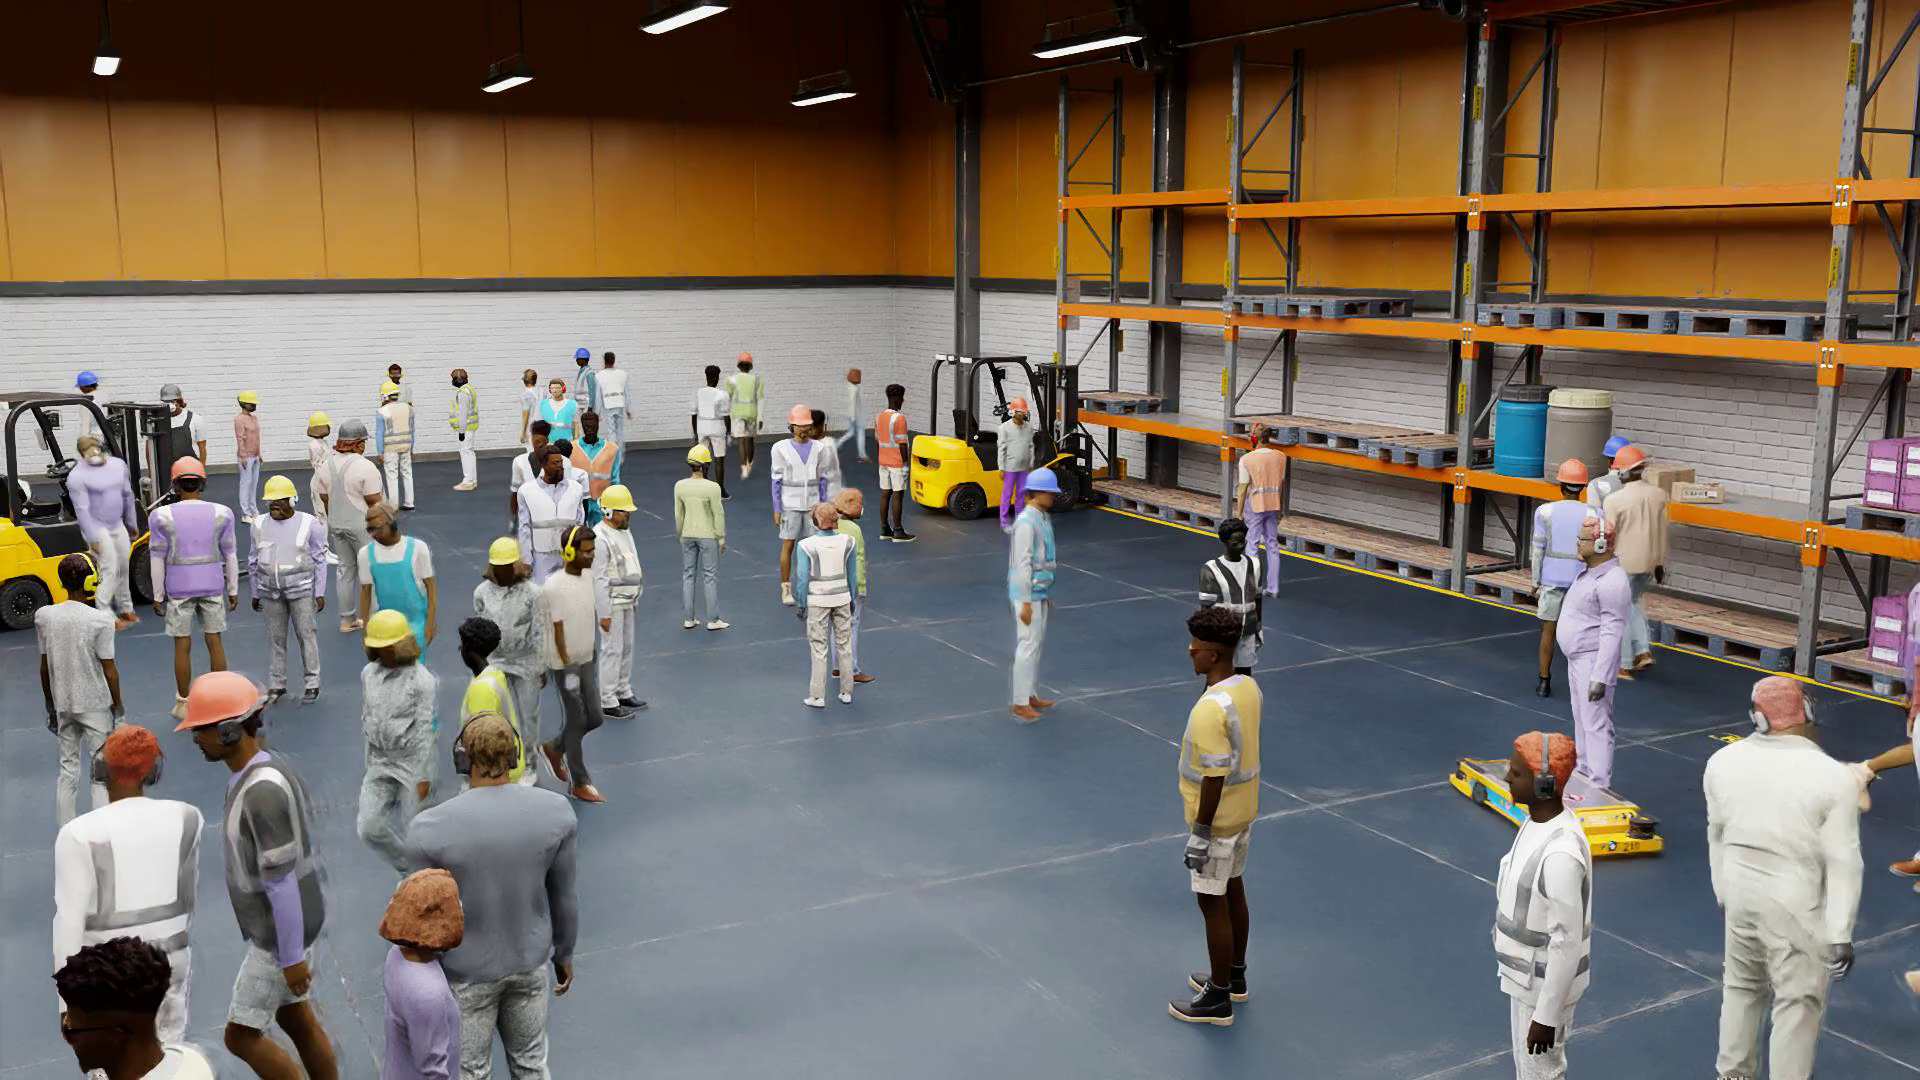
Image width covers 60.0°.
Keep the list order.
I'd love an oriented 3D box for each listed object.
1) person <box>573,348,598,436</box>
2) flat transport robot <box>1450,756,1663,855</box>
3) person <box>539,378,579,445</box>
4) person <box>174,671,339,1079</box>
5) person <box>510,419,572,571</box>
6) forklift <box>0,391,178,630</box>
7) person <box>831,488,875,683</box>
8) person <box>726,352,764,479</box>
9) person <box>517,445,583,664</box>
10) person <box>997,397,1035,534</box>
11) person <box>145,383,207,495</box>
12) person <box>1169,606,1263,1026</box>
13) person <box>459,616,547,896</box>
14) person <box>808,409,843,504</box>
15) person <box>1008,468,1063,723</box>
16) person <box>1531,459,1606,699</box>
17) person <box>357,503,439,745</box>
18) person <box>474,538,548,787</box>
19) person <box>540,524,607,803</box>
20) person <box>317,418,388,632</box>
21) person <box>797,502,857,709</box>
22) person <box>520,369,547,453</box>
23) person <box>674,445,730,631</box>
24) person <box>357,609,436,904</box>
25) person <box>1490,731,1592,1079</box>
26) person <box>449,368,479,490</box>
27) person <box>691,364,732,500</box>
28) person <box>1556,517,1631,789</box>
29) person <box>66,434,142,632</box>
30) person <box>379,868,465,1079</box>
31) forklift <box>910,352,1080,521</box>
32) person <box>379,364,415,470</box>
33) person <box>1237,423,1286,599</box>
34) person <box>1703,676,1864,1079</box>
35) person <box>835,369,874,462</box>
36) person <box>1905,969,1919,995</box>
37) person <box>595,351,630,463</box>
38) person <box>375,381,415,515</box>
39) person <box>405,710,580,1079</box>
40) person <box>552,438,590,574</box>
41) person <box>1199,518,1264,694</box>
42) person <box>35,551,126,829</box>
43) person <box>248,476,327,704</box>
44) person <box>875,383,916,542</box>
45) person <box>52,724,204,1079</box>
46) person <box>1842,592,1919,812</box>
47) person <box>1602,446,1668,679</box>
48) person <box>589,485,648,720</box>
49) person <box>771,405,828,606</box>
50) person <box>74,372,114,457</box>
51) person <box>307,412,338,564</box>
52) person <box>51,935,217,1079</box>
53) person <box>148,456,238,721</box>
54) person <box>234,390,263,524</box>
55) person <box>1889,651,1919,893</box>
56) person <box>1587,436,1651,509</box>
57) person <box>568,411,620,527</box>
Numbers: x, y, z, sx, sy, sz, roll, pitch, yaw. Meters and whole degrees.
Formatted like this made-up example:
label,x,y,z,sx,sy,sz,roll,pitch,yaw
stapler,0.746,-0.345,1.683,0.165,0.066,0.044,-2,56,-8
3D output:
label,x,y,z,sx,sy,sz,roll,pitch,yaw
person,-6.396,-2.309,28.421,0.389,1.949,0.604,-6,12,-32
flat transport robot,3.722,1.645,10.485,0.652,0.197,1.431,-2,10,-10
person,-5.539,-1.319,23.026,0.565,1.843,0.390,0,10,1
person,-2.660,1.483,6.411,0.567,2.005,0.626,-4,11,-22
person,-4.120,-0.221,16.400,0.646,1.954,0.383,2,10,10
forklift,-9.026,-0.363,16.508,1.214,2.155,2.313,6,11,29
person,-0.920,0.375,13.871,0.278,1.633,0.498,-6,11,-30
person,-3.423,-1.983,26.461,0.615,1.992,1.069,-3,10,-15
person,-3.551,0.121,14.512,0.591,1.921,0.392,-7,12,-34
person,0.723,-0.950,21.182,0.564,1.744,0.357,-7,12,-36
person,-9.279,-0.837,19.684,0.673,2.000,0.535,-3,10,-14
person,1.198,1.272,7.755,0.361,1.962,0.618,5,11,27
person,-2.402,1.244,8.777,0.495,1.675,0.679,-4,10,-20
person,-1.499,-0.449,17.789,0.592,1.920,0.641,-1,10,-5
person,0.554,0.425,12.806,0.400,1.931,0.727,3,10,16
person,4.866,0.316,13.332,0.552,1.938,0.356,4,11,24
person,-4.038,0.627,11.948,0.540,1.805,0.614,1,10,4
person,-2.959,0.826,11.011,0.498,1.727,0.430,0,10,-2
person,-2.552,0.799,10.846,0.546,1.846,0.501,5,11,28
person,-5.627,-0.133,15.629,0.679,2.000,0.537,5,11,24
person,-1.040,0.511,13.083,0.511,1.637,0.307,-5,11,-28
person,-6.356,-1.627,24.792,0.348,1.847,0.505,6,11,29
person,-2.452,-0.019,15.764,0.524,1.769,0.308,4,11,22
person,-2.987,1.206,8.814,0.492,1.722,0.364,4,11,21
person,2.103,1.608,6.052,0.338,1.882,0.583,2,10,11
person,-7.481,-1.670,25.093,0.429,1.833,0.630,-2,10,-10
person,-3.571,-1.550,24.005,0.612,1.962,0.367,3,10,19
person,4.019,0.800,10.642,0.406,1.910,0.639,1,10,8
person,-8.060,-0.077,15.742,0.487,1.890,0.665,3,10,14
person,-1.725,1.855,5.392,0.294,1.628,0.507,-5,11,-27
forklift,0.460,-1.461,22.833,2.313,2.155,1.214,-5,11,-28
person,-8.714,-1.799,25.754,0.509,1.860,0.334,-2,10,-14
person,3.099,-0.283,17.092,0.566,1.835,0.382,-4,11,-23
person,3.369,1.510,6.703,0.415,1.865,0.803,-5,11,-26
person,-1.852,-2.117,28.287,0.714,1.605,0.507,-1,10,-8
person,4.703,1.378,7.636,0.585,1.805,0.661,1,10,6
person,-5.854,-2.219,28.040,0.603,1.913,0.431,-7,12,-35
person,-7.723,-1.255,22.731,0.404,1.824,0.586,8,12,38
person,-1.707,1.575,6.135,0.641,1.927,0.386,-7,12,-35
person,-4.033,-0.192,16.981,0.530,1.689,0.321,-4,11,-22
person,1.963,0.668,12.043,0.534,1.687,0.318,-4,11,-24
person,-5.101,0.994,9.691,0.510,1.855,0.324,1,10,7
person,-5.332,0.396,13.177,0.600,1.831,0.404,0,10,-1
person,-0.812,-0.959,20.601,0.367,1.965,0.604,-7,12,-36
person,-3.100,1.609,6.212,0.838,1.829,0.627,8,13,39
person,5.938,0.838,10.146,0.612,2.017,0.822,-6,11,-30
person,5.602,0.196,13.949,0.633,1.975,0.434,-4,11,-22
person,-2.643,0.472,12.791,0.403,1.819,0.602,1,10,8
person,-1.607,-0.353,16.884,0.605,2.045,0.379,-5,11,-25
person,-12.029,-1.400,23.285,0.449,1.921,0.693,2,10,13
person,-7.329,-0.599,19.165,0.288,1.746,0.487,-3,10,-16
person,-2.077,1.915,4.193,0.957,1.914,0.608,-1,10,-7
person,-5.874,0.371,12.766,0.613,2.032,0.411,-7,12,-34
person,-9.384,-1.101,22.001,0.313,1.767,0.523,0,10,0
person,5.537,1.022,9.309,0.378,1.931,0.628,0,10,0
person,5.843,0.045,14.865,0.605,1.950,0.380,-2,10,-12
person,-3.876,-0.404,17.550,0.589,1.917,0.398,-3,10,-15
